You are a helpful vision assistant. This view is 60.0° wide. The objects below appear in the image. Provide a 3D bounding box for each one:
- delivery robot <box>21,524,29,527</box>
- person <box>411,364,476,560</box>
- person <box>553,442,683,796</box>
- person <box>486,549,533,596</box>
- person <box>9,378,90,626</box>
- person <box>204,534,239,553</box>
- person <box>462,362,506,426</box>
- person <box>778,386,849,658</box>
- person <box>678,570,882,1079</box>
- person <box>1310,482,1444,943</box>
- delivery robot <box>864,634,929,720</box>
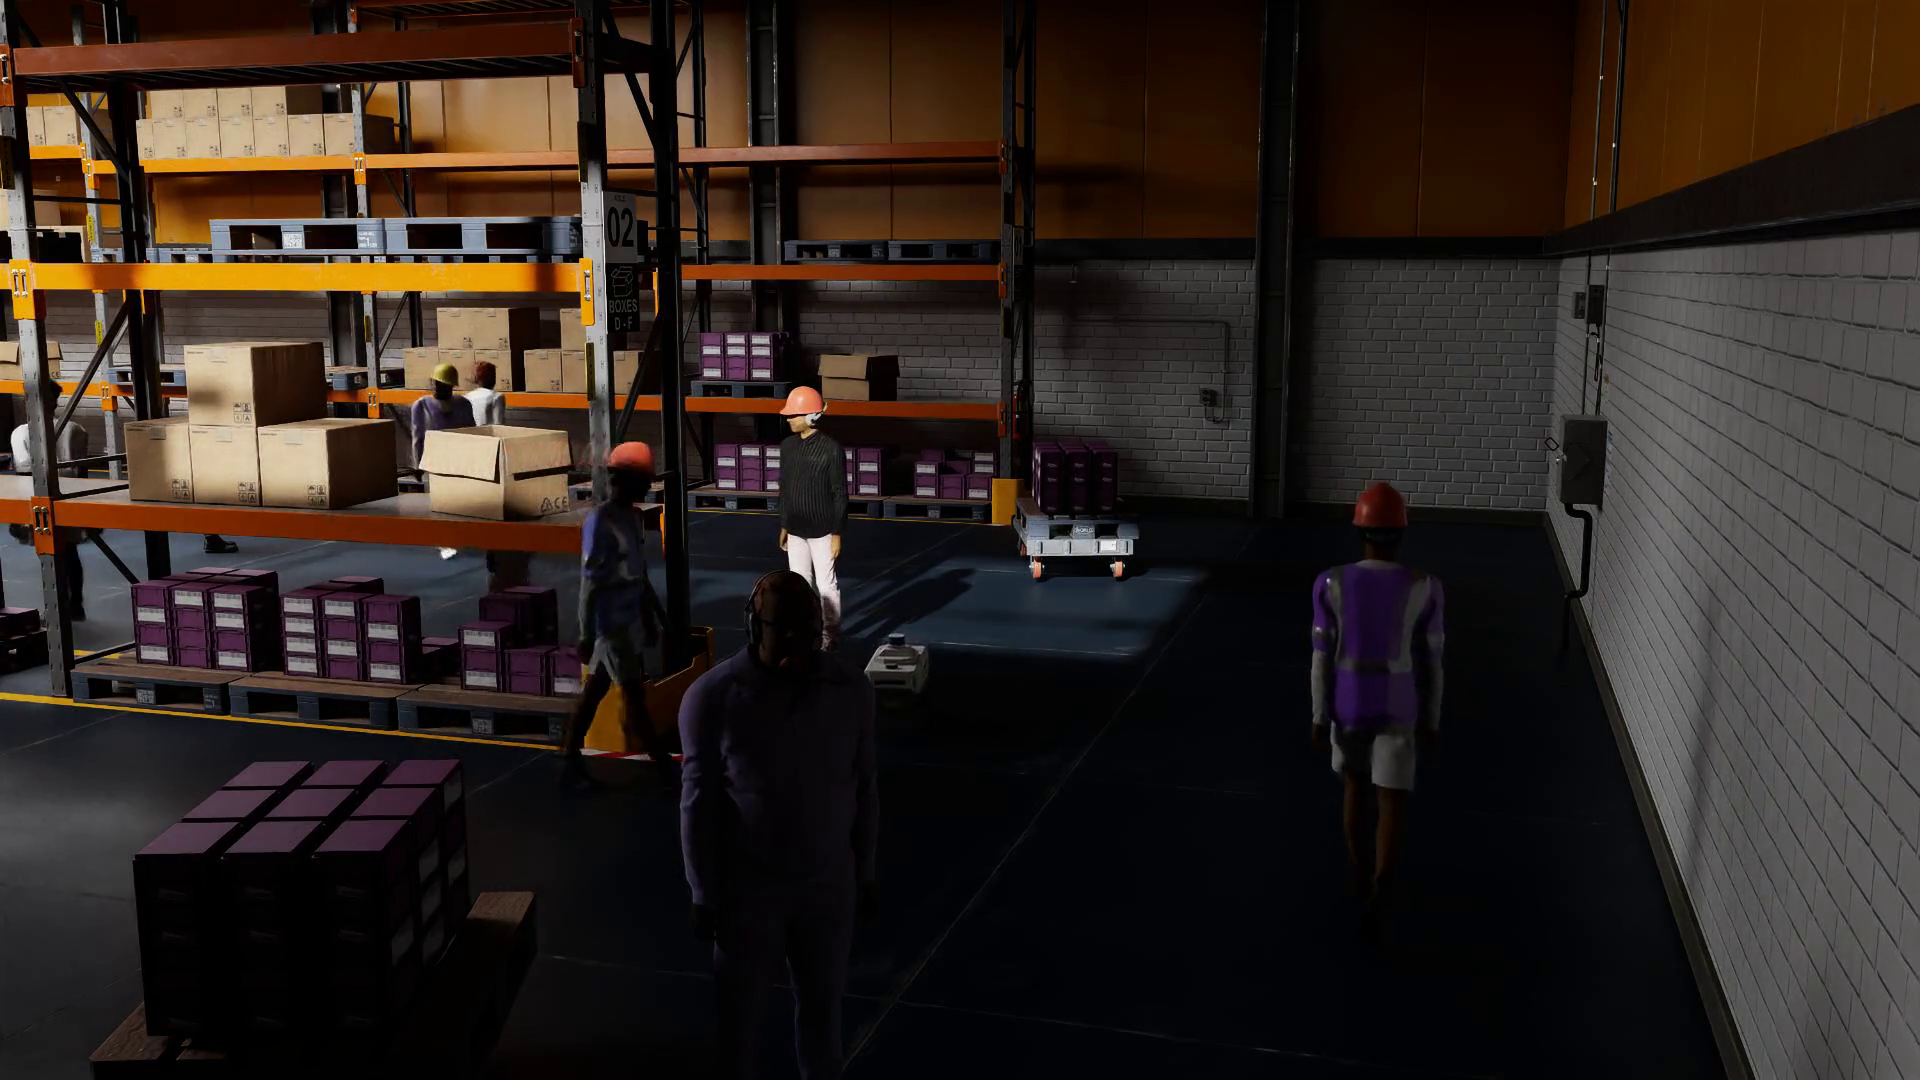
[{"bbox_3d":[-9.243,-0.299,17.029,0.707,0.478,0.477,-1,9,-8],"label":"delivery robot"},{"bbox_3d":[-4.914,-0.749,16.037,0.588,1.878,0.867,-8,12,-41],"label":"person"},{"bbox_3d":[-1.757,0.431,8.839,0.965,1.877,0.595,1,9,5],"label":"person"},{"bbox_3d":[-3.145,0.073,11.823,0.500,1.624,0.515,4,10,21],"label":"person"},{"bbox_3d":[-7.119,-0.282,13.018,0.415,1.946,0.654,4,10,25],"label":"person"},{"bbox_3d":[-7.370,-0.839,16.393,0.350,1.942,0.545,-4,10,-25],"label":"person"},{"bbox_3d":[-4.804,-0.907,17.116,0.595,1.835,0.989,4,10,24],"label":"person"},{"bbox_3d":[-1.046,-0.079,11.608,0.612,1.991,0.392,8,12,39],"label":"person"},{"bbox_3d":[-0.527,1.033,5.091,0.640,1.909,0.409,-4,10,-25],"label":"person"},{"bbox_3d":[1.756,0.713,7.056,0.548,1.912,0.897,3,10,18],"label":"person"},{"bbox_3d":[-0.389,0.819,10.217,0.477,0.478,0.707,1,9,4],"label":"delivery robot"}]
